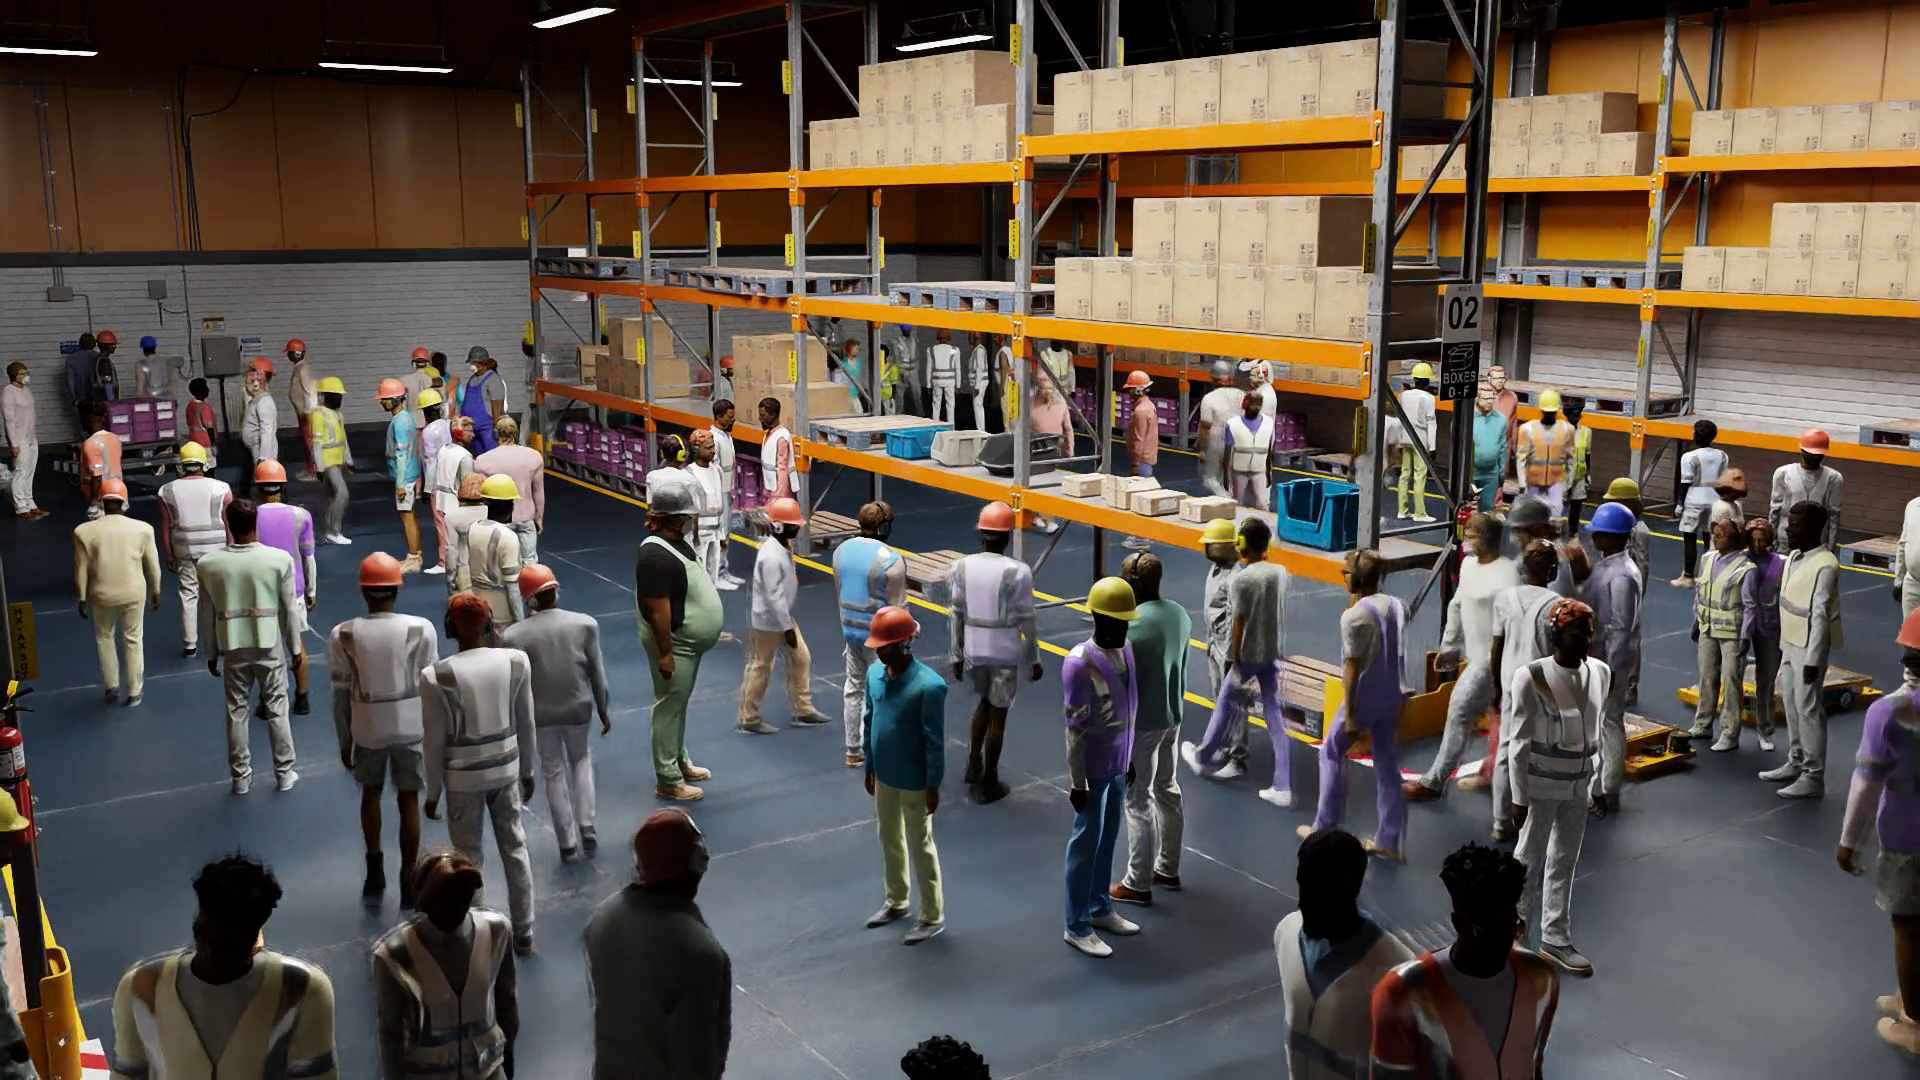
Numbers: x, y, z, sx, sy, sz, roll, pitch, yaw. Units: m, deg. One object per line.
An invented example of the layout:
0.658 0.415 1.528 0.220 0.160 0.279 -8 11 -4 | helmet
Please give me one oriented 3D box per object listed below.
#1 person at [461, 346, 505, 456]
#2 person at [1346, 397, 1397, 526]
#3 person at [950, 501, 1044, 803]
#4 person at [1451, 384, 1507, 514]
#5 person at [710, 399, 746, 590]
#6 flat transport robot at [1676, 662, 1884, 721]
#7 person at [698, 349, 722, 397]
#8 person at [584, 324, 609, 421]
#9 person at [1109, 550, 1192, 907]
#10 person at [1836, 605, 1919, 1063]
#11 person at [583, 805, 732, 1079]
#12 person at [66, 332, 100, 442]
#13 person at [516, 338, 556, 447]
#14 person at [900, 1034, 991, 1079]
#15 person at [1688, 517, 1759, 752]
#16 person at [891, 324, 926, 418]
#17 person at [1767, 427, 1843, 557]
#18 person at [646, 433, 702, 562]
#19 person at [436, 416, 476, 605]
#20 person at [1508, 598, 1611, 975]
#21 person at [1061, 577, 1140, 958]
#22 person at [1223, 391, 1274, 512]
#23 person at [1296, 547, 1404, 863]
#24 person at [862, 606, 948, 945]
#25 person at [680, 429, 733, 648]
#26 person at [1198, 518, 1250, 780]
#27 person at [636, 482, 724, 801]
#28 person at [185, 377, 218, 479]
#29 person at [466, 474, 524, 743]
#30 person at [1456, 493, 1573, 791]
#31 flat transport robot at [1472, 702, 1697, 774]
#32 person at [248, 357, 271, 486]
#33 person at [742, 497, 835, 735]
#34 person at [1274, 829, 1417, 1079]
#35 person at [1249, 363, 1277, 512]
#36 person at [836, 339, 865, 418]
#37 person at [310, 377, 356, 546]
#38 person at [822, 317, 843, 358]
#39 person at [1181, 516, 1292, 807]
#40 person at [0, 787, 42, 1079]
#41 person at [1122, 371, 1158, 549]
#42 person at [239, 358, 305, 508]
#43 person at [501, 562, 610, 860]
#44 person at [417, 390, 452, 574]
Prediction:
-6.201 -1.515 21.605 0.535 2.000 0.683 -11 15 -43 | person
4.548 -0.778 18.338 0.554 1.838 0.643 9 14 38 | person
0.233 0.708 10.556 0.556 1.917 0.507 7 13 32 | person
5.630 -0.741 18.024 0.644 1.898 0.398 -2 11 -12 | person
-2.379 -0.452 16.520 0.409 1.907 0.598 0 11 1 | person
6.242 1.123 12.648 1.431 0.197 0.652 -5 12 -23 | flat transport robot
-3.745 -2.071 25.222 0.767 1.739 0.528 11 15 44 | person
-6.415 -2.933 29.480 0.613 1.799 0.604 4 12 19 | person
1.007 1.008 8.988 0.377 1.931 0.629 9 14 40 | person
4.215 1.268 7.396 0.653 2.023 0.658 -1 11 -6 | person
-0.960 1.777 5.198 0.663 1.868 0.594 9 15 40 | person
-13.185 -2.179 25.266 0.633 1.937 0.357 -2 11 -9 | person
-6.613 -2.183 25.505 0.900 1.848 0.597 -7 13 -31 | person
-0.032 2.055 4.220 0.317 1.696 0.539 -11 15 -43 | person
5.296 0.649 11.562 0.311 1.638 0.522 -4 12 -18 | person
-0.875 -2.905 29.053 0.605 1.900 0.932 -7 13 -32 | person
7.193 -0.006 14.188 0.549 1.925 0.389 4 12 20 | person
-2.428 0.024 14.168 0.515 1.872 0.333 5 12 22 | person
-4.703 -0.247 15.634 0.385 1.836 0.569 -10 15 -41 | person
2.903 1.210 8.066 0.572 1.883 0.356 -5 12 -24 | person
0.732 1.123 8.401 0.372 1.923 0.595 7 13 31 | person
3.151 -0.698 17.996 0.604 1.807 0.822 -2 11 -10 | person
2.305 0.936 9.654 0.538 1.815 0.751 -7 13 -33 | person
-0.313 1.189 8.552 0.354 1.737 0.573 -11 15 -44 | person
-2.198 -0.014 14.332 0.356 1.883 0.574 5 12 23 | person
1.730 0.712 11.005 0.356 1.732 0.485 -1 11 -6 | person
-1.781 0.626 10.647 0.538 2.000 0.690 0 11 0 | person
-9.430 -1.177 20.752 0.535 1.700 0.318 9 14 37 | person
-3.214 0.492 11.658 0.389 1.919 0.588 -10 15 -42 | person
3.685 0.660 10.476 0.865 2.000 0.687 1 11 8 | person
4.332 1.313 11.674 0.652 0.197 1.431 -7 13 -33 | flat transport robot
-9.602 -1.628 22.889 0.327 1.767 0.533 0 11 2 | person
-1.219 0.547 11.847 0.741 1.720 0.604 1 11 7 | person
1.233 1.779 5.201 0.991 1.878 0.589 -8 14 -36 | person
3.683 -1.227 20.502 0.399 1.900 0.644 2 11 8 | person
-1.688 -2.164 25.473 0.490 1.822 0.608 7 13 33 | person
-6.985 -0.880 18.675 0.502 1.908 0.603 0 11 -1 | person
-2.479 -3.642 32.722 0.371 1.958 0.598 6 13 30 | person
1.822 0.743 10.665 0.492 1.802 1.020 -6 12 -27 | person
-3.578 1.708 6.027 0.921 1.677 0.492 -7 13 -32 | person
2.008 -0.898 18.595 0.408 1.987 0.614 3 11 14 | person
-8.579 -1.273 20.614 0.883 1.937 0.696 0 11 0 | person
-2.349 0.977 9.643 0.585 1.724 0.523 -4 12 -20 | person
-5.409 -0.601 17.246 0.382 1.917 0.585 2 11 10 | person
